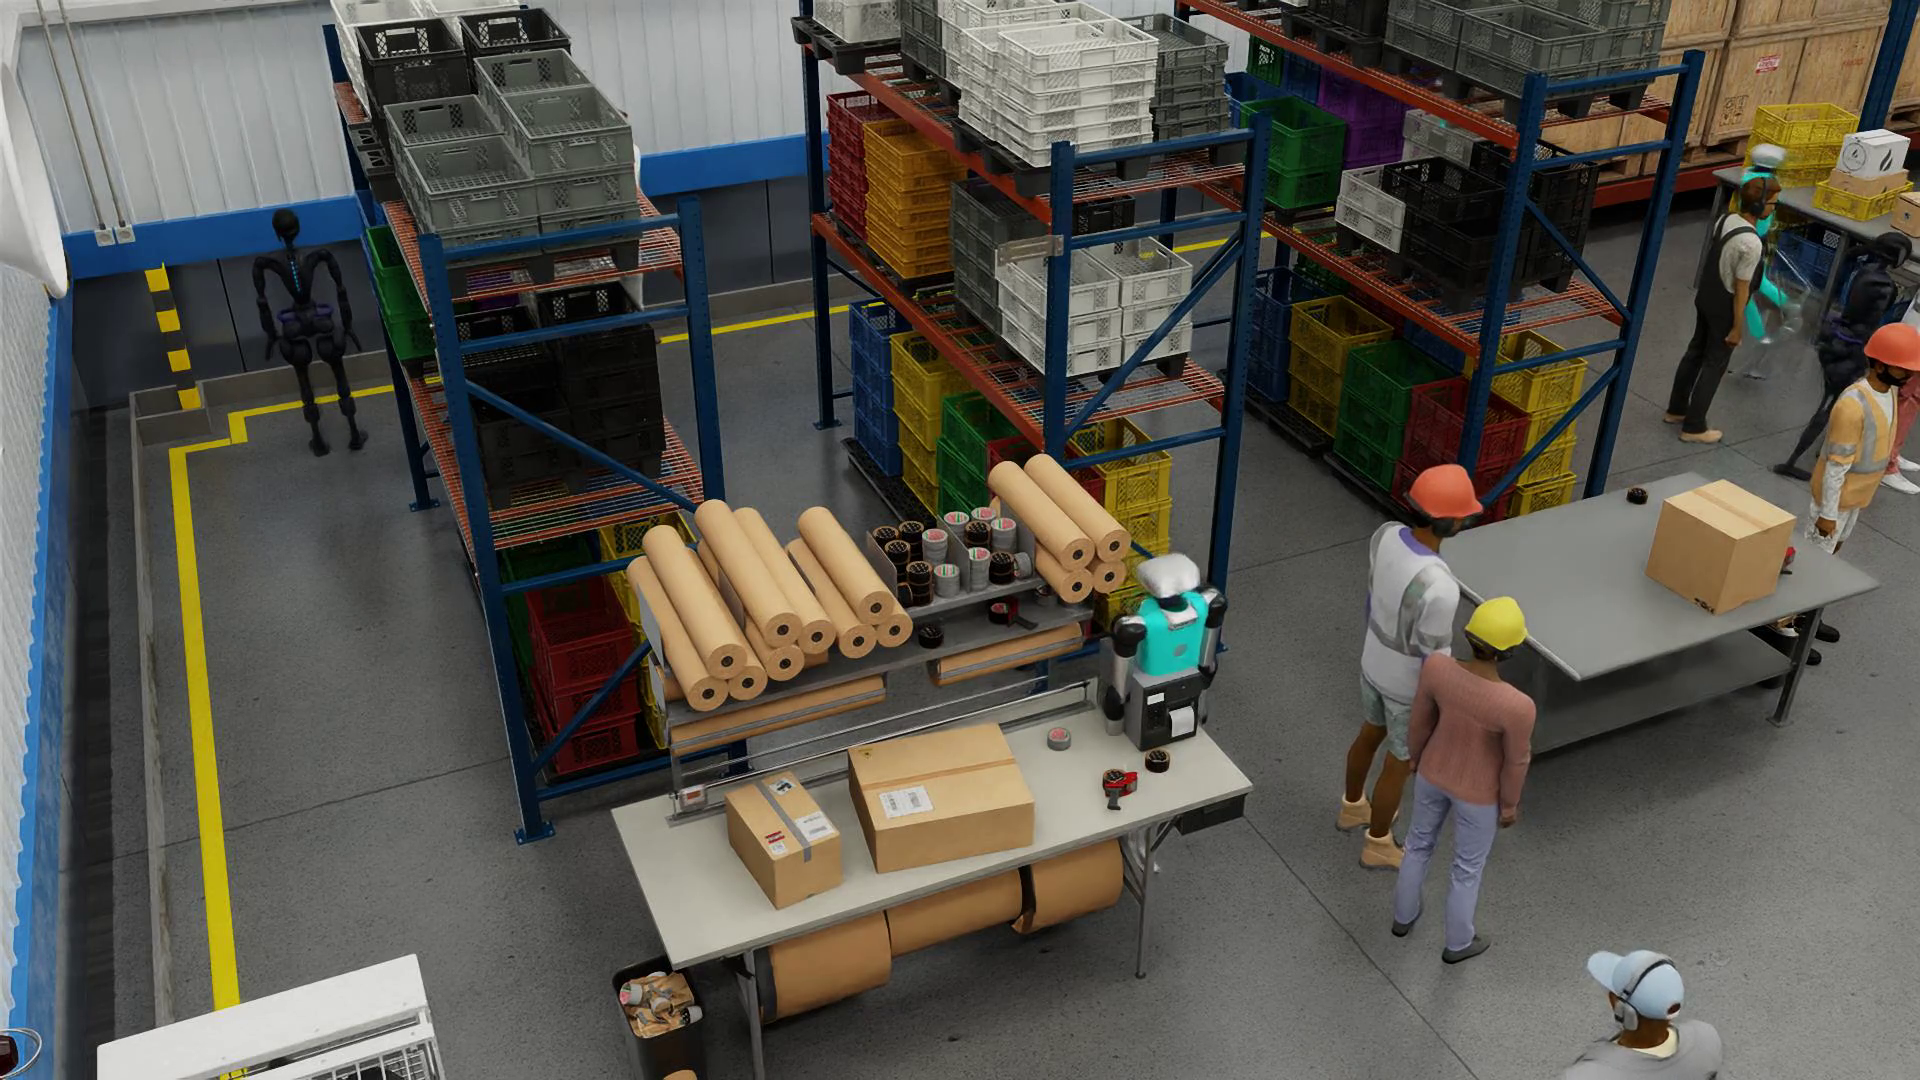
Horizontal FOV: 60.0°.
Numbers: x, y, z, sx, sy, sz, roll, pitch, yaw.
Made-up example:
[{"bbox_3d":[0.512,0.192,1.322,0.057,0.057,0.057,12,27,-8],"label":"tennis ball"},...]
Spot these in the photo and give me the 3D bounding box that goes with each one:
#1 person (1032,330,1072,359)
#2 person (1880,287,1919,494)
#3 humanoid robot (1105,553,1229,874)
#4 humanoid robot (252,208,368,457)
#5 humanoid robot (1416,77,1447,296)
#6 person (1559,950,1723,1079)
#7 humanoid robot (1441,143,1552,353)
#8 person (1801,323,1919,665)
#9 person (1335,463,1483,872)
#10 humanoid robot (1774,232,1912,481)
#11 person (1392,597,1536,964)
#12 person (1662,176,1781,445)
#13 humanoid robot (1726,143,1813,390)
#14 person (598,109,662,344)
[{"bbox_3d":[0.691,-2.144,12.054,0.484,1.735,0.308,17,35,25],"label":"person"},{"bbox_3d":[6.077,-1.239,10.414,0.393,1.915,0.589,16,35,24],"label":"person"},{"bbox_3d":[0.747,0.772,7.414,0.541,1.890,0.803,-15,35,-23],"label":"humanoid robot"},{"bbox_3d":[-4.234,-1.351,10.807,0.599,1.657,0.315,-10,33,-16],"label":"humanoid robot"},{"bbox_3d":[3.762,-2.611,12.860,0.767,1.822,0.538,21,37,30],"label":"humanoid robot"},{"bbox_3d":[2.003,1.982,5.243,0.588,1.852,0.383,-14,34,-21],"label":"person"},{"bbox_3d":[3.708,-1.987,11.800,0.901,1.770,0.540,25,39,34],"label":"humanoid robot"},{"bbox_3d":[4.692,-0.251,8.788,0.358,1.938,0.544,27,41,36],"label":"person"},{"bbox_3d":[1.982,0.571,7.360,0.408,2.037,0.615,-7,32,-11],"label":"person"},{"bbox_3d":[5.629,-1.180,10.551,0.537,1.634,0.611,6,32,10],"label":"humanoid robot"},{"bbox_3d":[2.094,0.996,6.924,0.327,1.768,0.525,-26,40,-36],"label":"person"},{"bbox_3d":[5.005,-1.497,10.910,0.342,1.837,0.508,-2,32,-3],"label":"person"},{"bbox_3d":[5.659,-1.790,11.563,0.734,1.880,0.548,16,35,24],"label":"humanoid robot"},{"bbox_3d":[-2.504,-2.255,12.141,0.383,1.836,0.565,21,37,30],"label":"person"}]
